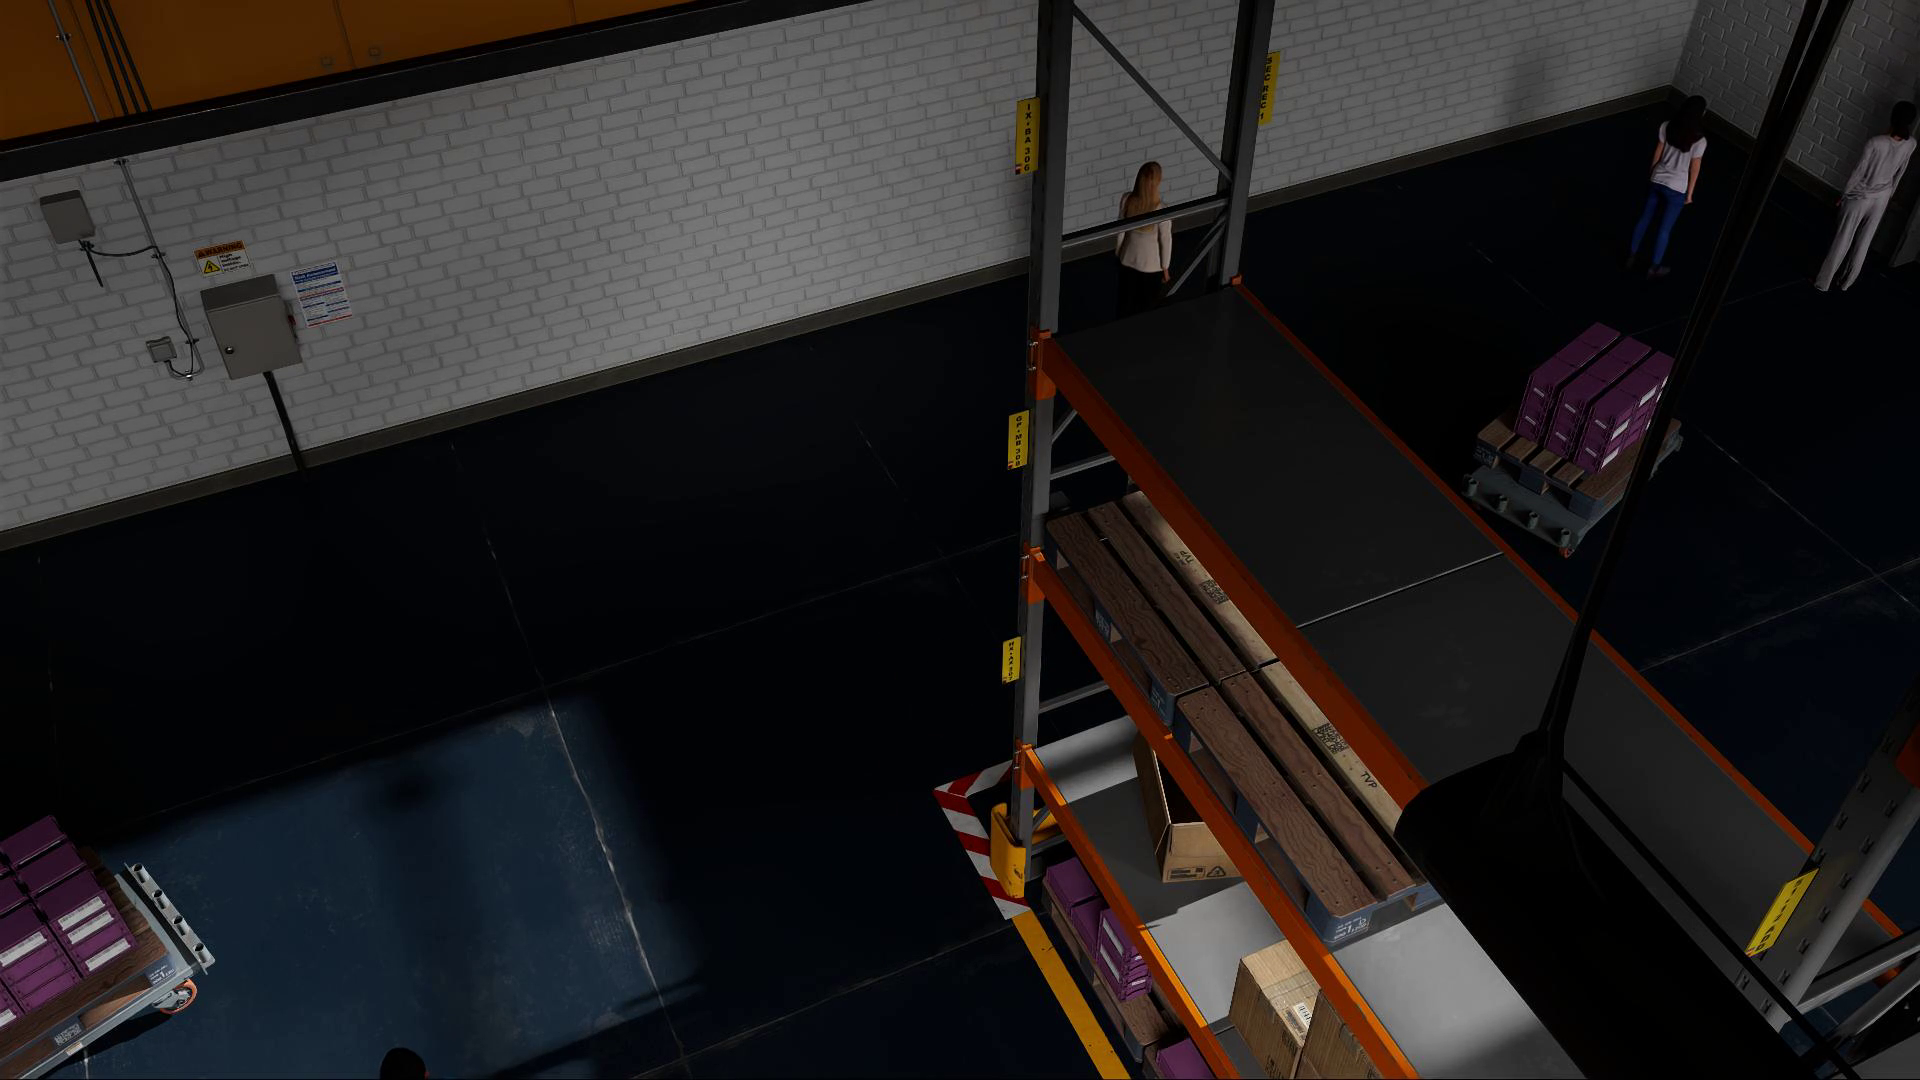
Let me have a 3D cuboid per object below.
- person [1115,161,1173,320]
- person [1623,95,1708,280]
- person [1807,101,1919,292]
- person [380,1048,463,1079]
[{"bbox_3d":[1.431,-2.154,13.118,0.653,1.858,0.760,22,48,22],"label":"person"},{"bbox_3d":[6.009,-2.989,14.120,0.701,1.684,0.524,-26,50,-25],"label":"person"},{"bbox_3d":[7.600,-2.862,13.923,0.667,1.774,0.672,0,44,0],"label":"person"},{"bbox_3d":[-2.448,2.914,7.859,0.630,1.775,0.526,-21,48,-21],"label":"person"}]
